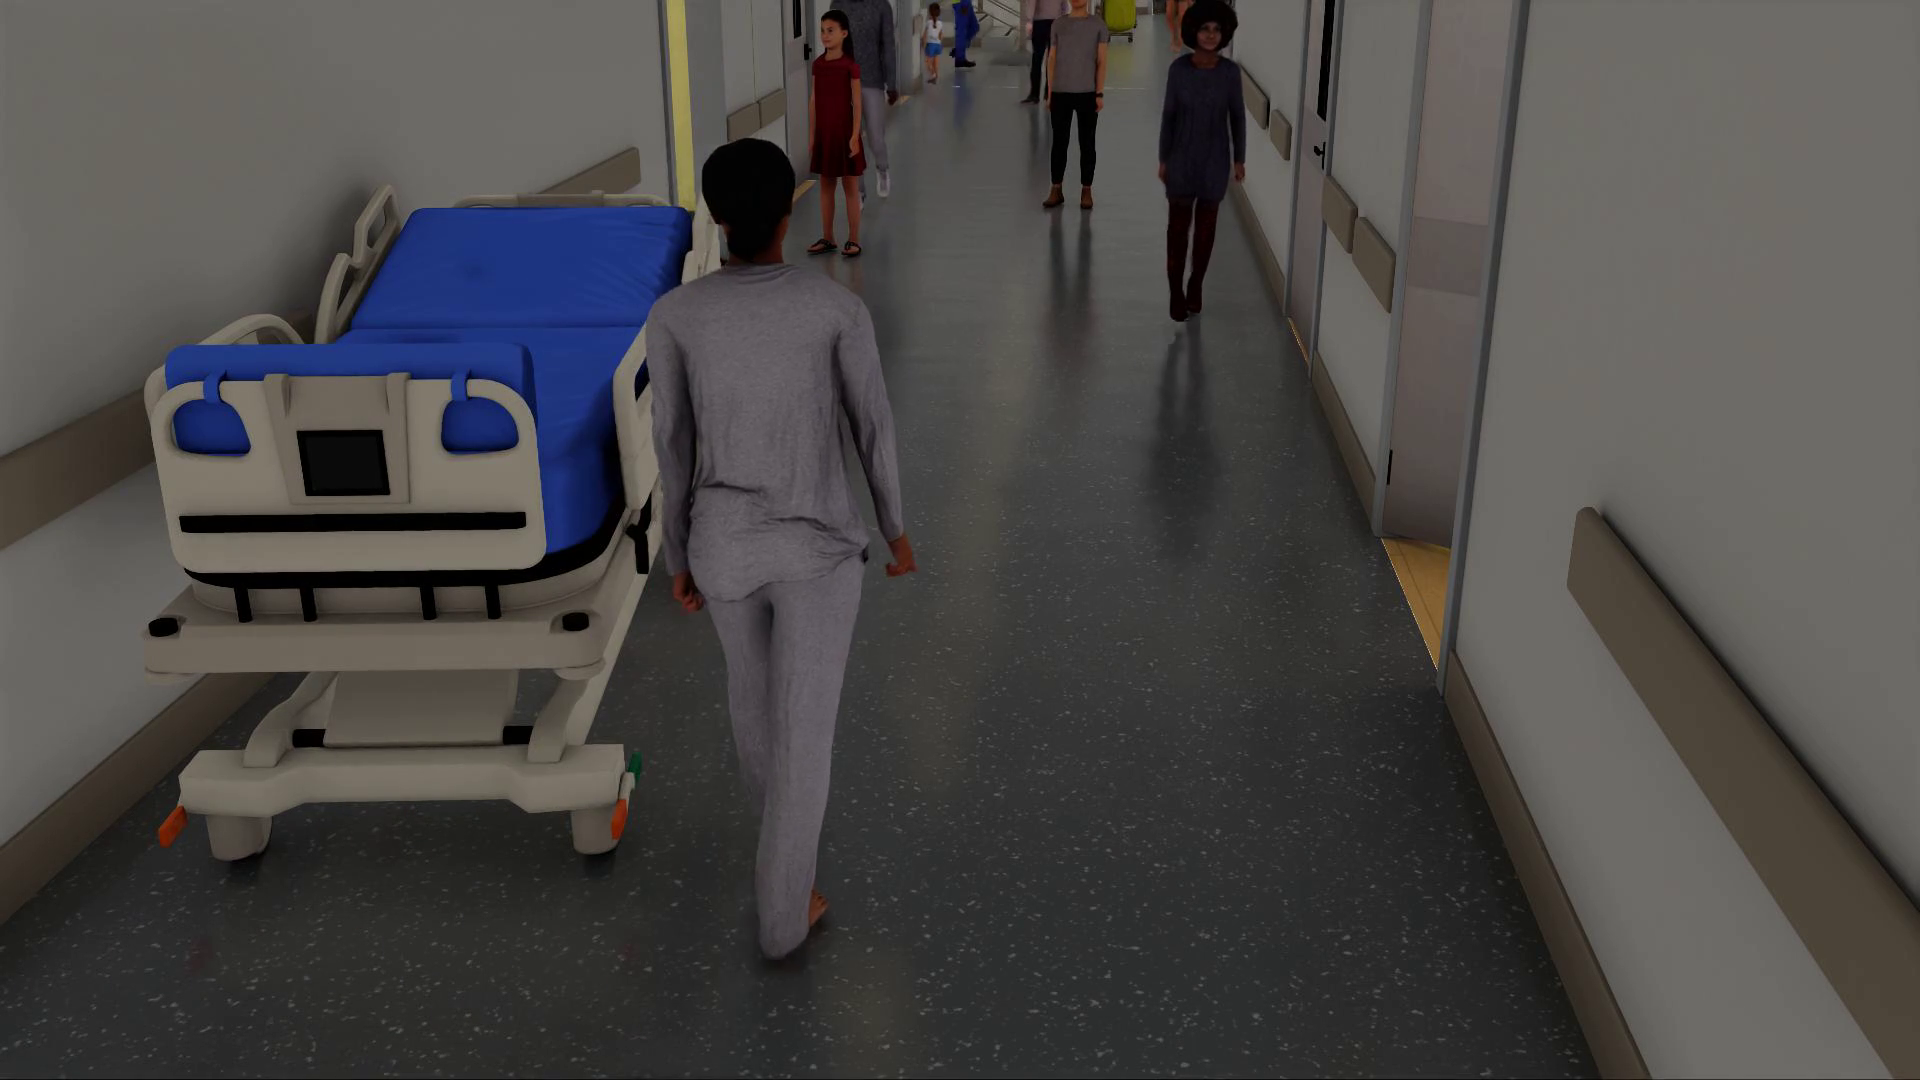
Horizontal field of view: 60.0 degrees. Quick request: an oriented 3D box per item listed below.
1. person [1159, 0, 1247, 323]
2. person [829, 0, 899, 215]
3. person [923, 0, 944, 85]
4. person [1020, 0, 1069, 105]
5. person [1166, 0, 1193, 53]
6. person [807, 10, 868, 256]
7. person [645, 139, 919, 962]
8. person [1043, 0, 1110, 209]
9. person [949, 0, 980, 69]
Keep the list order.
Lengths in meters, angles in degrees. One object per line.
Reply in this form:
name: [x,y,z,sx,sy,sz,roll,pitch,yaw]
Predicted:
person: [1.315,-2.071,9.145,0.824,1.687,0.669,2,21,5]
person: [-0.705,-3.360,12.354,0.888,1.824,0.815,4,21,11]
person: [-0.337,-6.483,21.743,0.495,1.014,0.569,-10,23,-25]
person: [0.955,-5.987,19.353,0.723,1.780,0.872,-6,21,-15]
person: [3.531,-8.690,26.566,0.634,1.725,0.742,10,23,24]
person: [-0.805,-2.668,10.899,0.626,1.554,0.684,9,23,22]
person: [-0.408,0.073,3.457,0.875,1.707,0.785,5,21,13]
person: [0.881,-3.412,12.633,0.522,1.724,0.701,6,21,15]
person: [-0.039,-7.736,23.927,0.668,1.810,0.701,3,21,9]
